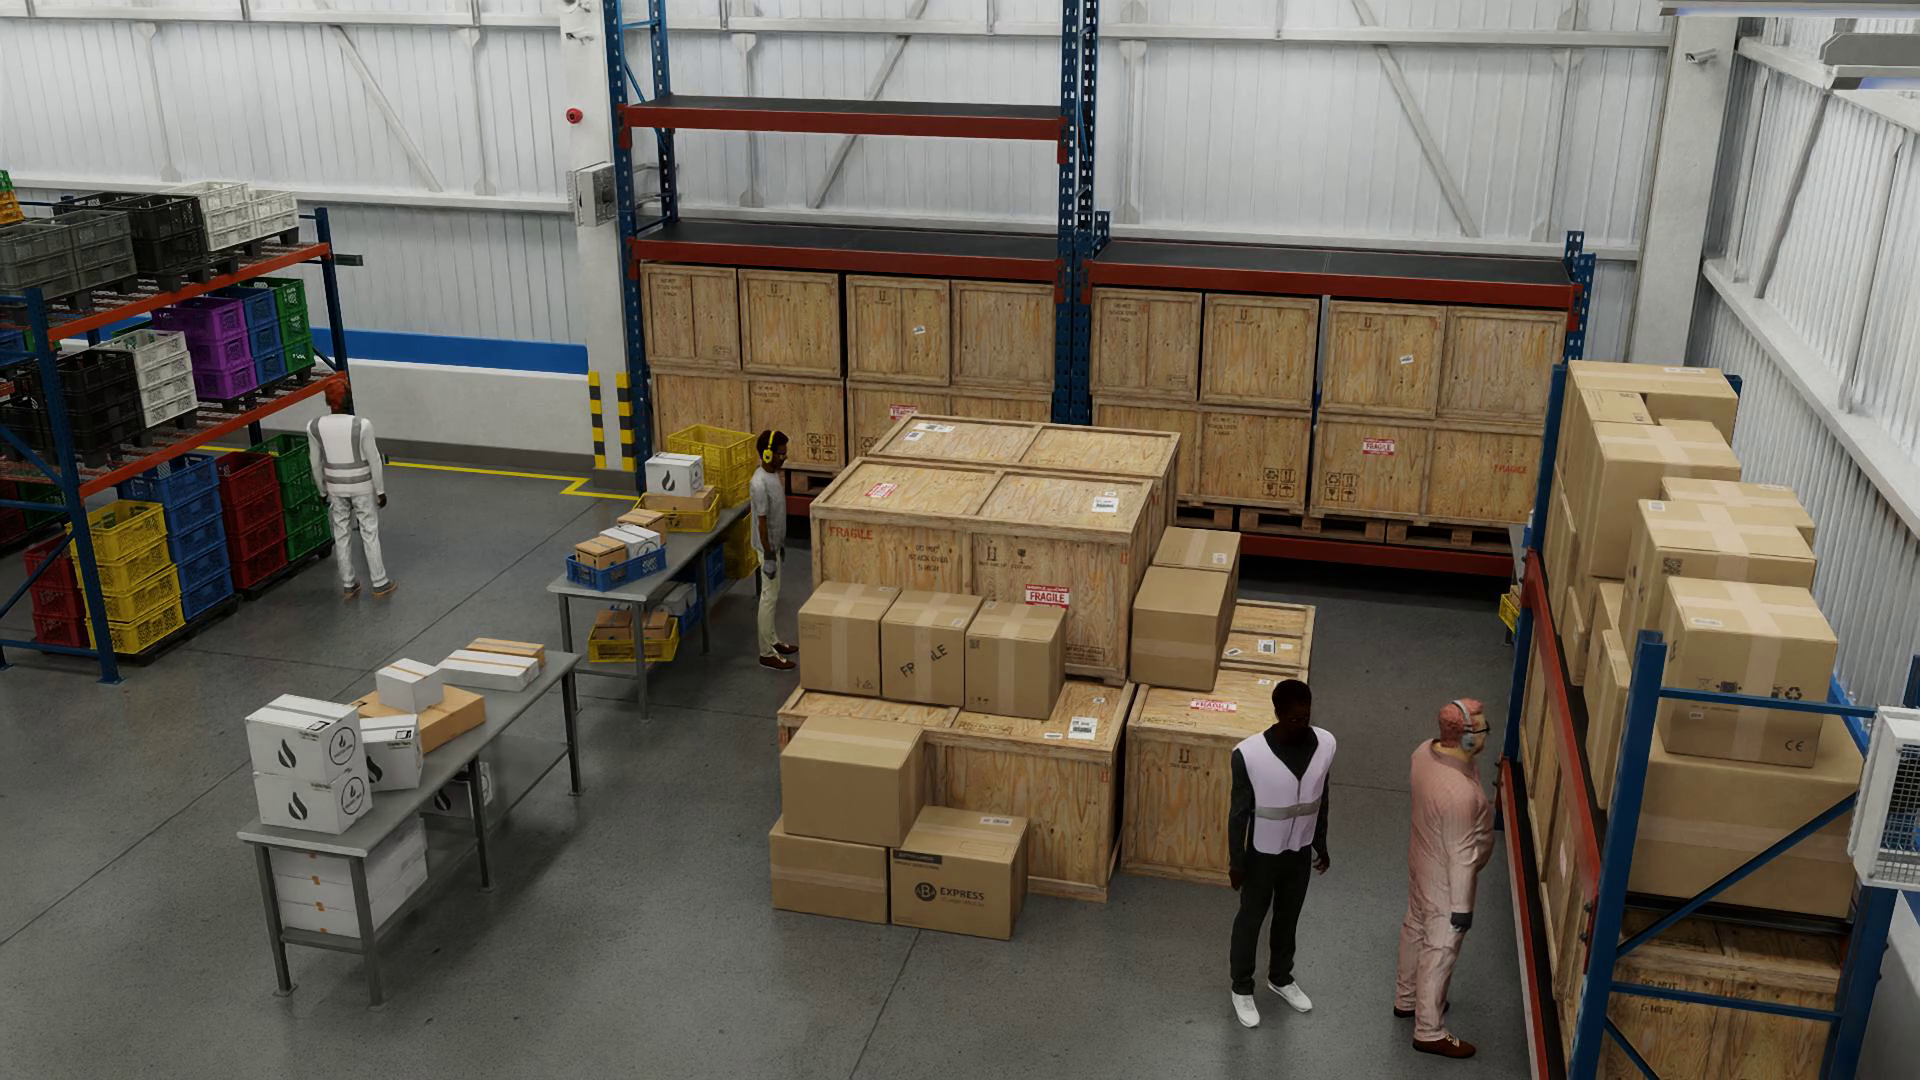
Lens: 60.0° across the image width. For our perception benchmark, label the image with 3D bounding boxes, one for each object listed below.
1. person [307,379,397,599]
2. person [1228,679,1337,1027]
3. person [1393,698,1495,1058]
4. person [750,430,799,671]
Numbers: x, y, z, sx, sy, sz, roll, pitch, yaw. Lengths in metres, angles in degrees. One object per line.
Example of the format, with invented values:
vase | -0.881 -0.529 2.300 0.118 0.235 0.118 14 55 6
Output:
person | -5.075 -0.423 13.868 0.573 1.886 0.353 1 21 1
person | 1.638 1.583 8.576 0.596 1.918 0.384 -9 23 -22
person | 2.450 1.673 8.350 0.408 1.913 0.641 -1 21 -3
person | -1.415 0.063 12.631 0.328 1.865 0.517 0 21 1
